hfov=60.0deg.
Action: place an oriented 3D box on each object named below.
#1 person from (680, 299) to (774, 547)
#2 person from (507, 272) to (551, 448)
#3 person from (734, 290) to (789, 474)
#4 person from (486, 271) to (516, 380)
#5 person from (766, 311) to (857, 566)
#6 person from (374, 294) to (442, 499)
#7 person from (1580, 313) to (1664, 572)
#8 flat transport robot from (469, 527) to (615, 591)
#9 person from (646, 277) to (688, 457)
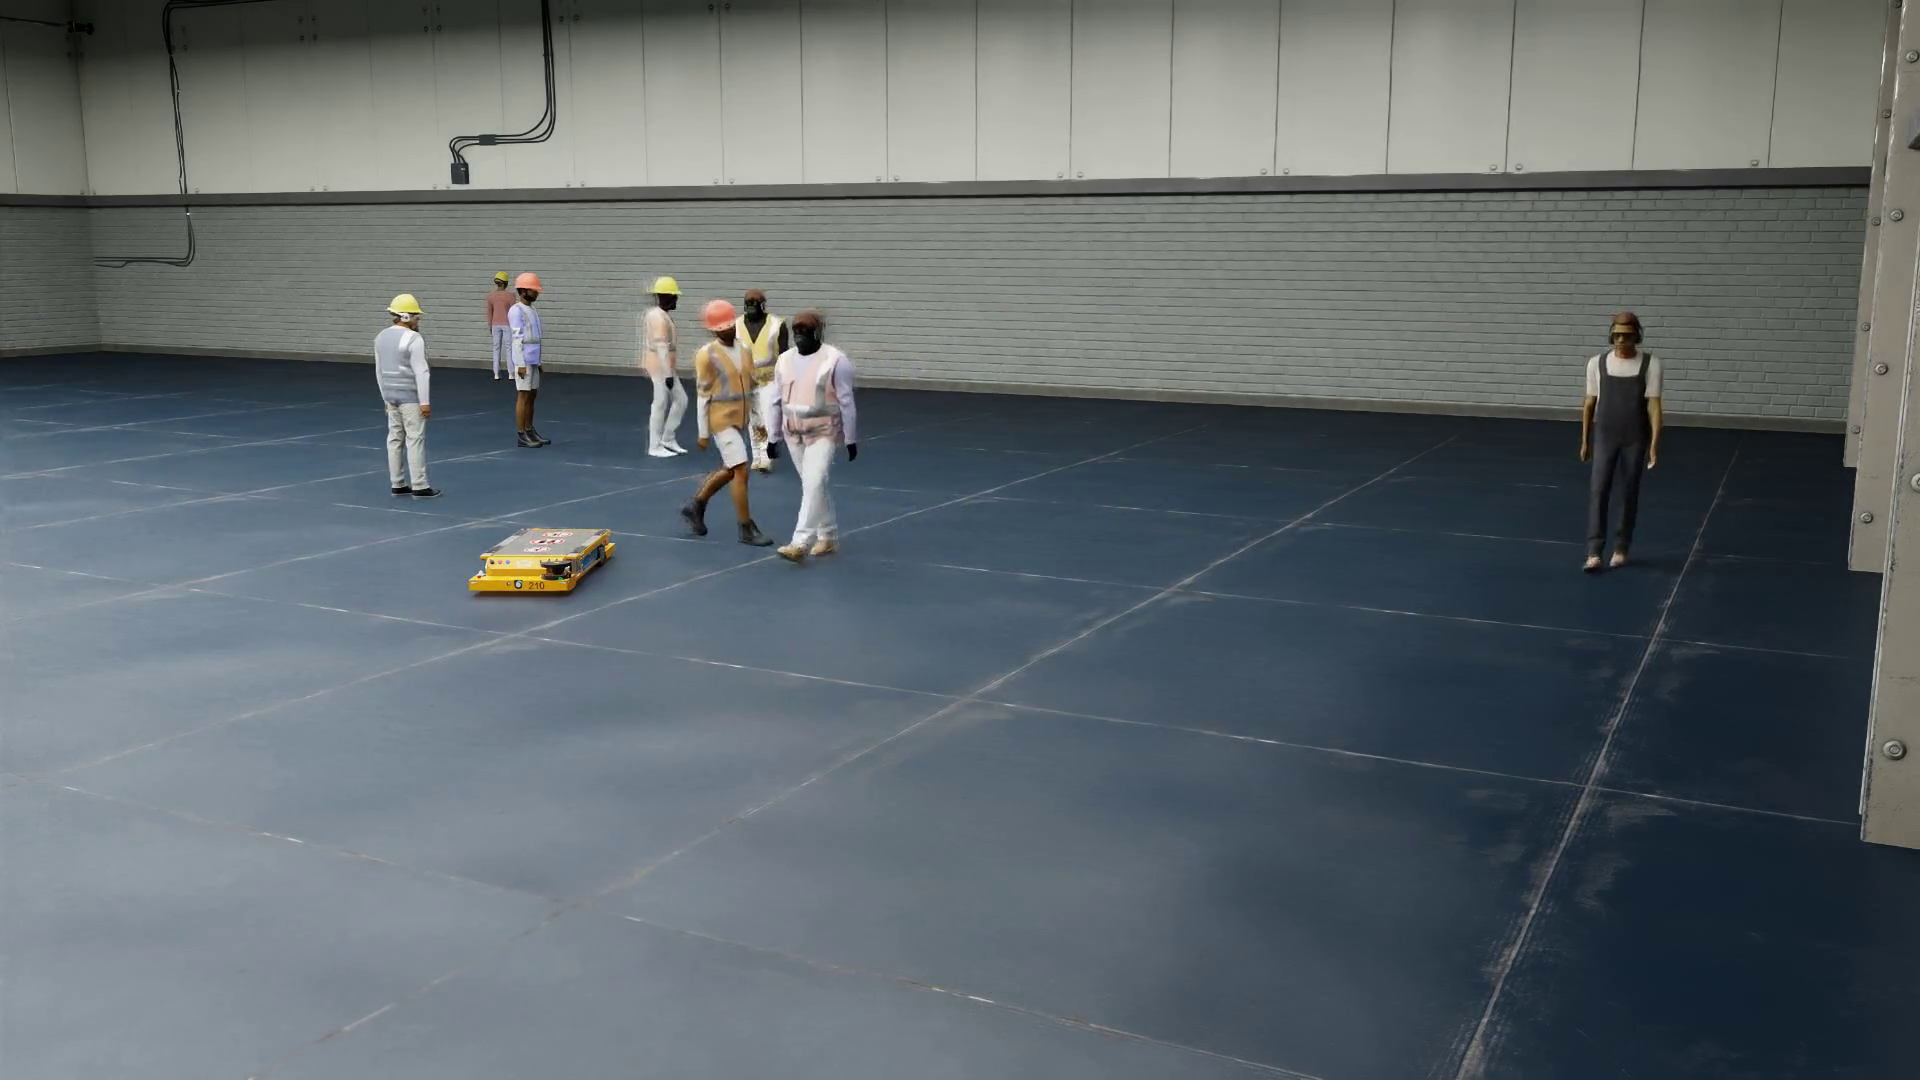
[{"bbox_3d":[-1.830,-0.900,12.694,0.868,1.885,0.577,6,12,30],"label":"person"},{"bbox_3d":[-4.797,-1.999,18.525,0.355,1.940,0.542,1,10,6],"label":"person"},{"bbox_3d":[-2.036,-1.555,16.475,0.652,1.799,0.905,1,10,5],"label":"person"},{"bbox_3d":[-7.416,-3.473,27.031,0.534,1.767,0.313,2,11,11],"label":"person"},{"bbox_3d":[-1.136,-0.722,11.921,0.657,1.801,0.936,6,12,30],"label":"person"},{"bbox_3d":[-4.949,-1.278,14.892,0.592,1.828,0.404,6,12,32],"label":"person"},{"bbox_3d":[4.583,-0.660,11.569,0.536,1.805,0.888,5,12,25],"label":"person"},{"bbox_3d":[-2.869,0.118,11.529,0.652,0.197,1.431,0,10,1],"label":"flat transport robot"},{"bbox_3d":[-3.084,-1.823,17.627,0.557,1.907,0.624,-1,10,-4],"label":"person"}]
